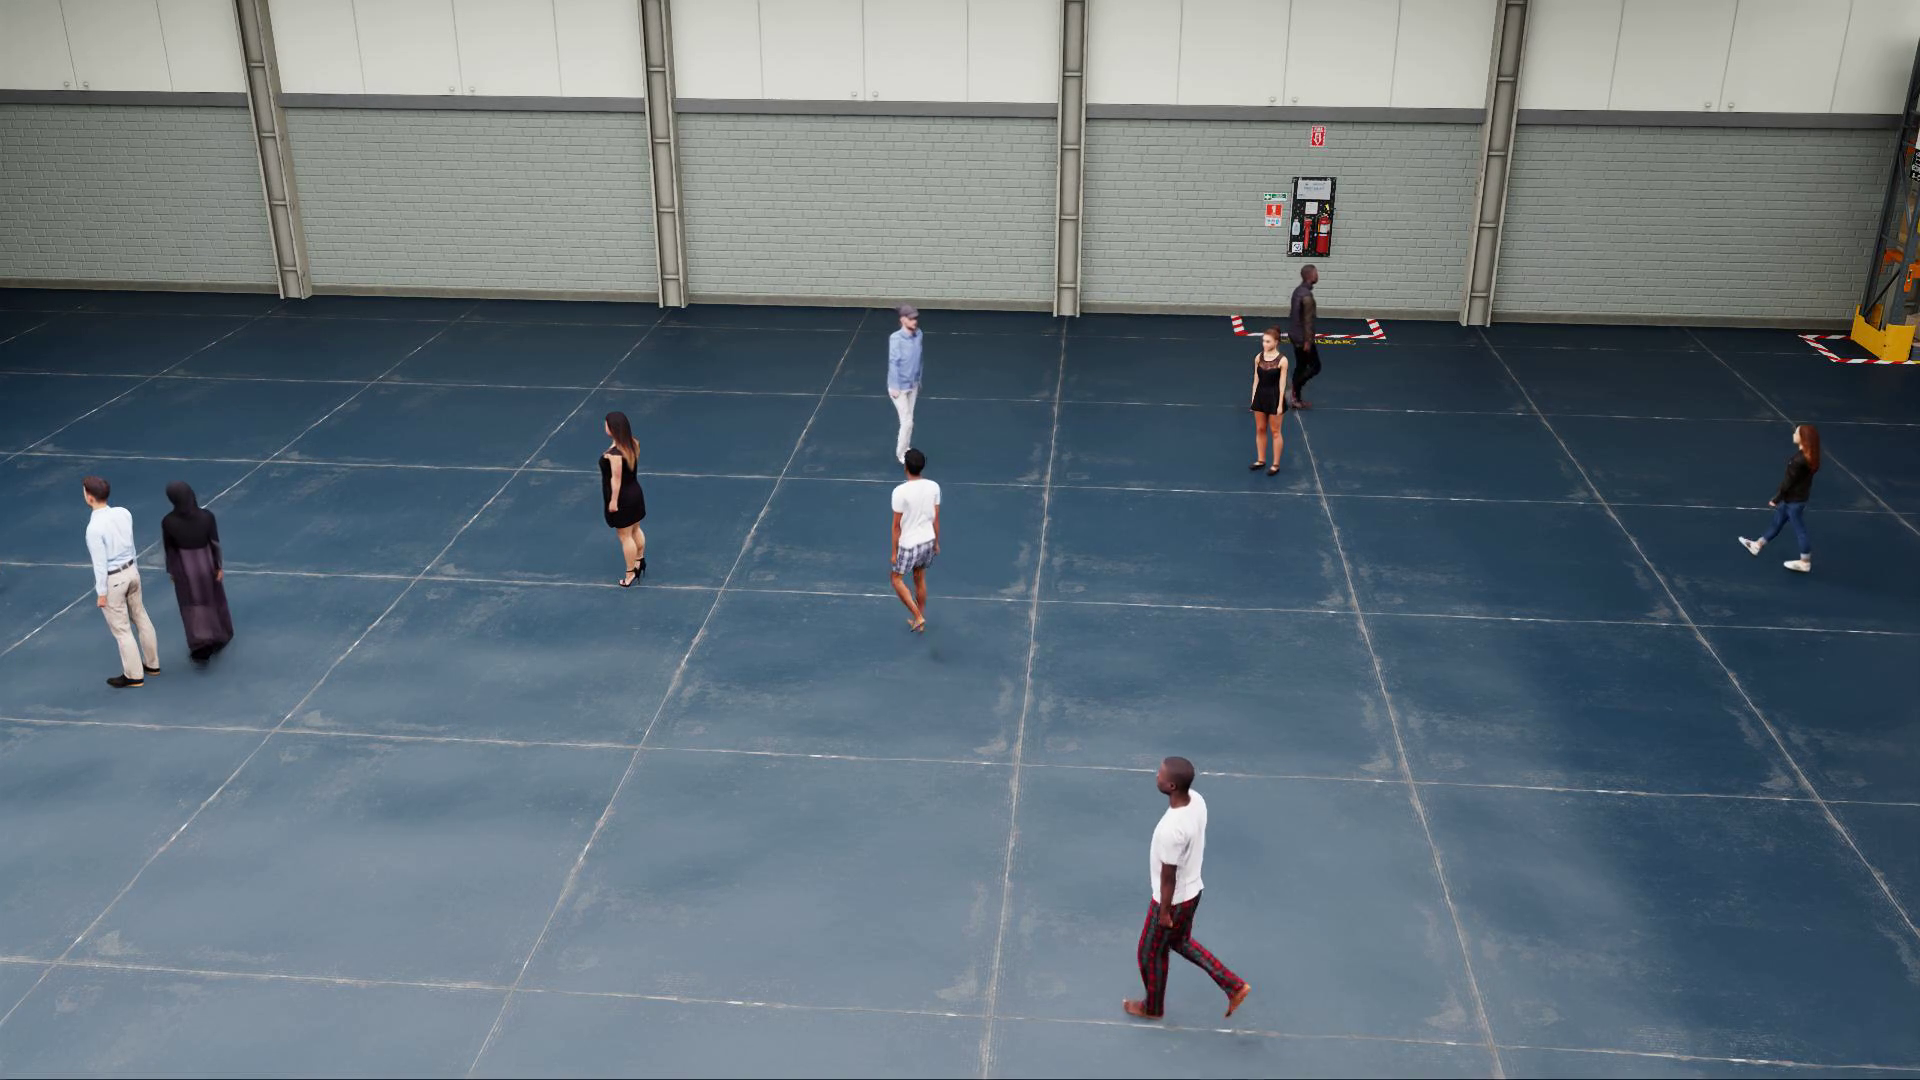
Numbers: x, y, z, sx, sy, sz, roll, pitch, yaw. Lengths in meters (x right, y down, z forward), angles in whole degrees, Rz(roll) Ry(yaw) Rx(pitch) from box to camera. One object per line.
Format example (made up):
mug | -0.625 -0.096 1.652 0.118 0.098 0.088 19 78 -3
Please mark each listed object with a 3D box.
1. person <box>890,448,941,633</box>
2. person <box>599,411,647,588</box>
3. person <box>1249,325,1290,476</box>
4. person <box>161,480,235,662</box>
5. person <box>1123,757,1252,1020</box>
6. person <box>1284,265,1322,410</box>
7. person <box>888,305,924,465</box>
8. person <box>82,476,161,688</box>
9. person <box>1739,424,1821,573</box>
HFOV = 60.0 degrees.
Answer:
person | -0.369 0.065 14.649 0.820 1.714 0.885 -14 27 -29
person | -3.161 -0.394 15.725 0.631 1.718 0.688 5 24 12
person | 3.457 -1.569 18.534 0.672 1.680 0.751 20 30 38
person | -6.583 0.273 14.313 0.993 1.595 0.991 -12 26 -25
person | 1.346 2.098 9.737 1.091 1.816 0.894 12 26 25
person | 4.160 -2.479 20.487 0.722 1.828 0.770 -1 23 -3
person | -0.650 -1.774 18.777 0.869 1.867 0.817 17 29 35
person | -7.008 0.344 13.826 0.615 1.845 0.673 5 24 11
person | 8.137 -0.375 16.026 1.017 1.446 0.858 16 28 33
